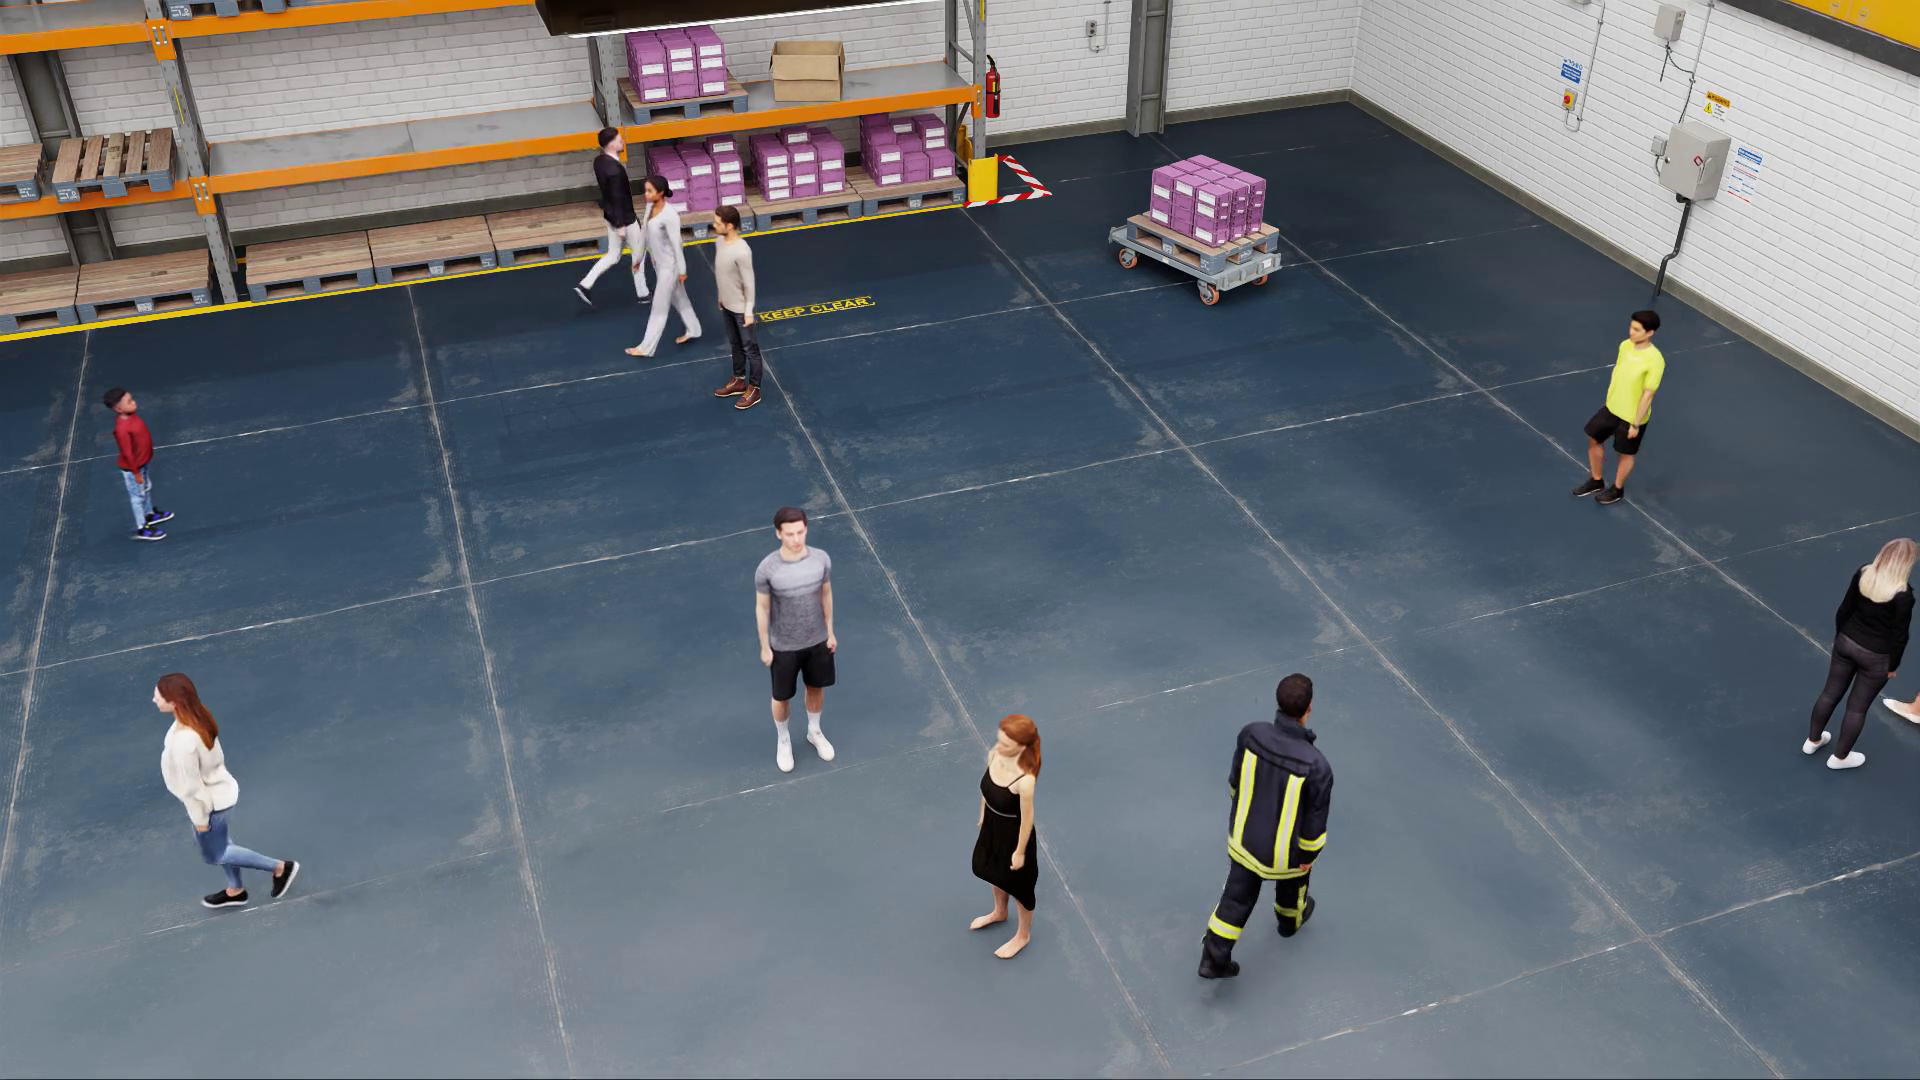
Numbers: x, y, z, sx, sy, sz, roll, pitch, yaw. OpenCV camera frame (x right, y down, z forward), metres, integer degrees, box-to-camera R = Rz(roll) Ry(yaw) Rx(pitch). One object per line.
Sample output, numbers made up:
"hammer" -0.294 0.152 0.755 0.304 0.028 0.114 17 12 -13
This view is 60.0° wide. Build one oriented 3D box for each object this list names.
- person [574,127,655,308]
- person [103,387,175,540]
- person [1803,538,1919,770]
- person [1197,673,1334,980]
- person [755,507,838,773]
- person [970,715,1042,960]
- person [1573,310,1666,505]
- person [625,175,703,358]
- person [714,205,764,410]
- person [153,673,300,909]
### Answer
"person" -3.374 -3.065 16.032 1.156 1.816 0.770 -17 37 -23
"person" -6.385 -0.609 12.847 0.532 1.251 0.540 -5 34 -8
"person" 5.684 0.709 10.471 0.562 1.686 0.628 -15 37 -22
"person" 1.630 1.601 8.952 1.162 1.882 1.367 27 42 34
"person" -1.024 0.594 10.478 0.488 1.871 0.710 -12 35 -17
"person" 0.279 1.610 9.170 0.633 1.626 0.611 -19 38 -26
"person" 5.323 -1.058 13.117 0.637 1.700 0.657 -13 36 -19
"person" -2.644 -2.566 15.390 1.146 1.695 0.818 -20 39 -28
"person" -1.927 -2.048 14.460 0.692 1.863 0.721 -24 41 -32
"person" -4.148 1.448 9.365 0.846 1.680 0.685 -7 34 -10
